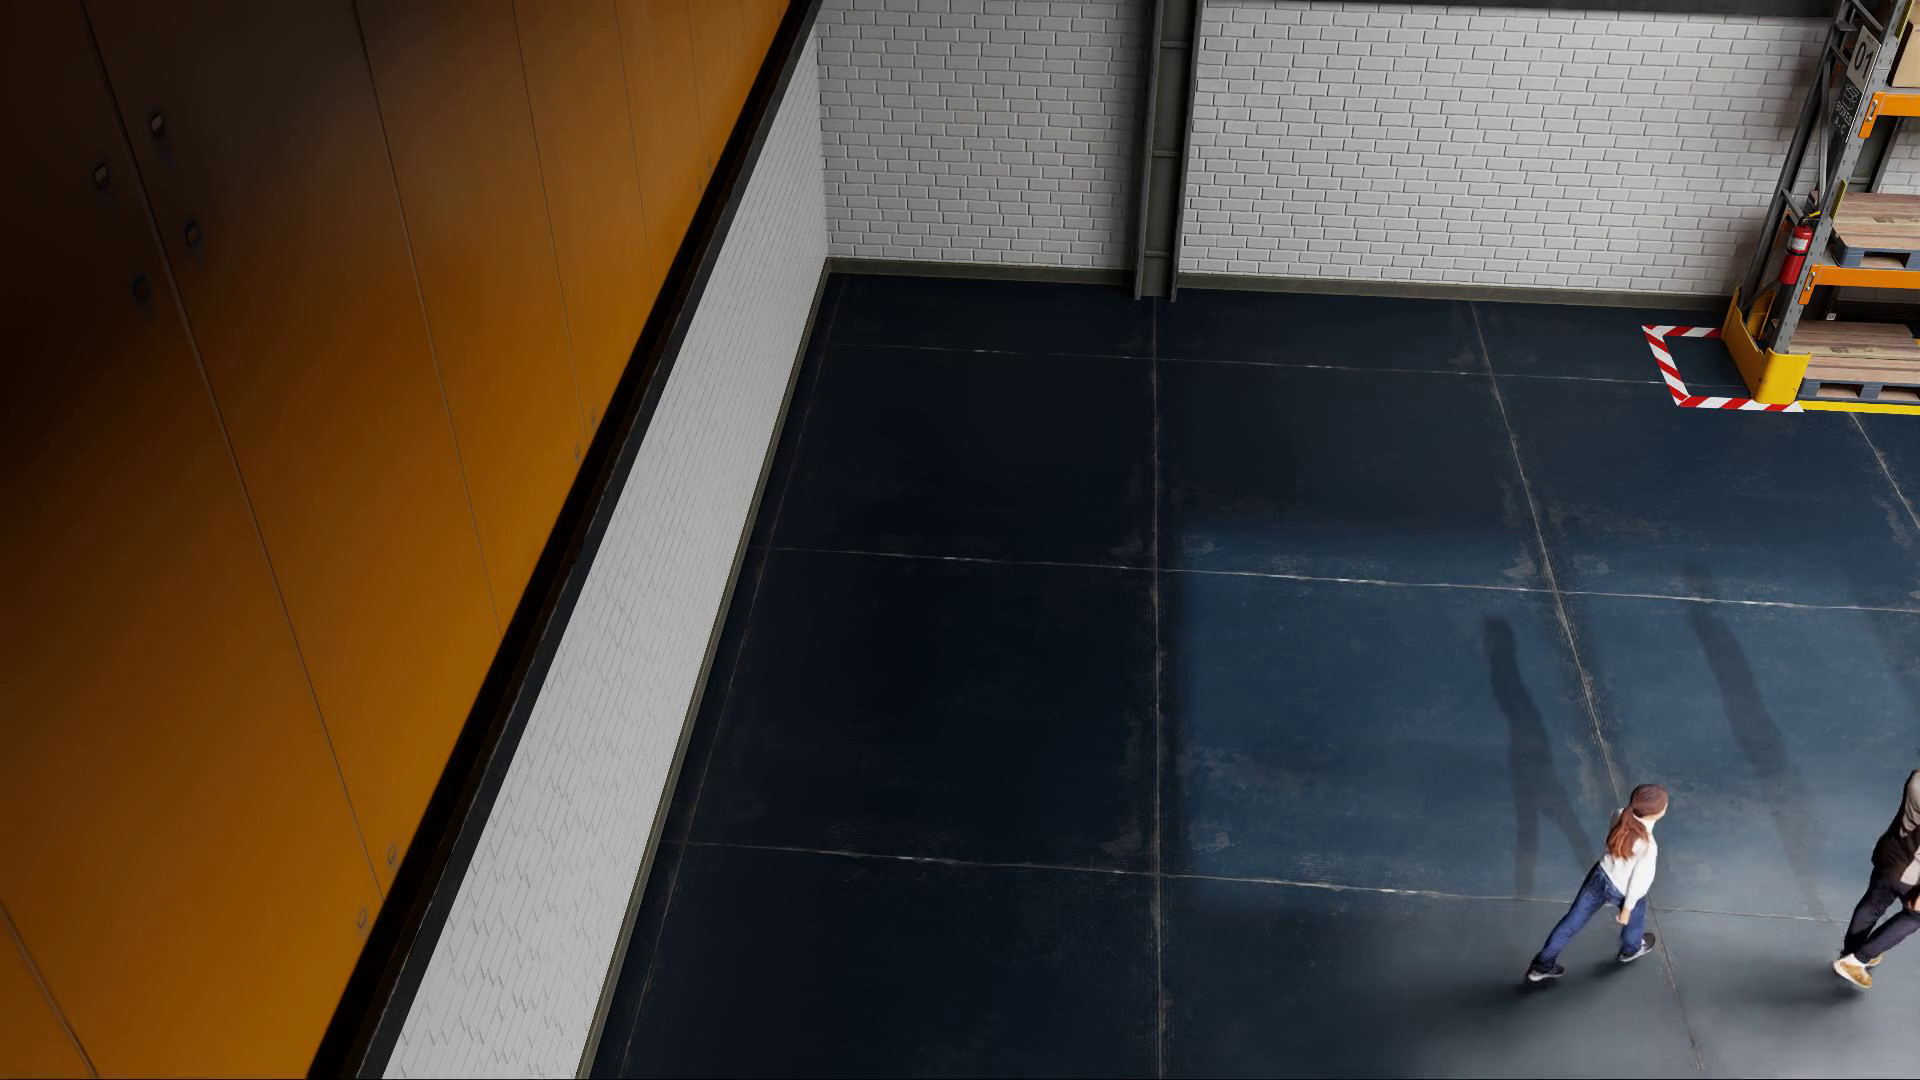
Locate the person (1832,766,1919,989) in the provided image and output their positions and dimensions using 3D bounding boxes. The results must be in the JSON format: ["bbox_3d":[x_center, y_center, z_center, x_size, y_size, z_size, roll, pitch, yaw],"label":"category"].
[{"bbox_3d":[5.191,1.803,9.233,0.806,1.874,0.734,-6,39,-7],"label":"person"}]

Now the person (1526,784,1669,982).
[{"bbox_3d":[3.599,1.960,9.326,1.152,1.513,0.880,-14,41,-17],"label":"person"}]
